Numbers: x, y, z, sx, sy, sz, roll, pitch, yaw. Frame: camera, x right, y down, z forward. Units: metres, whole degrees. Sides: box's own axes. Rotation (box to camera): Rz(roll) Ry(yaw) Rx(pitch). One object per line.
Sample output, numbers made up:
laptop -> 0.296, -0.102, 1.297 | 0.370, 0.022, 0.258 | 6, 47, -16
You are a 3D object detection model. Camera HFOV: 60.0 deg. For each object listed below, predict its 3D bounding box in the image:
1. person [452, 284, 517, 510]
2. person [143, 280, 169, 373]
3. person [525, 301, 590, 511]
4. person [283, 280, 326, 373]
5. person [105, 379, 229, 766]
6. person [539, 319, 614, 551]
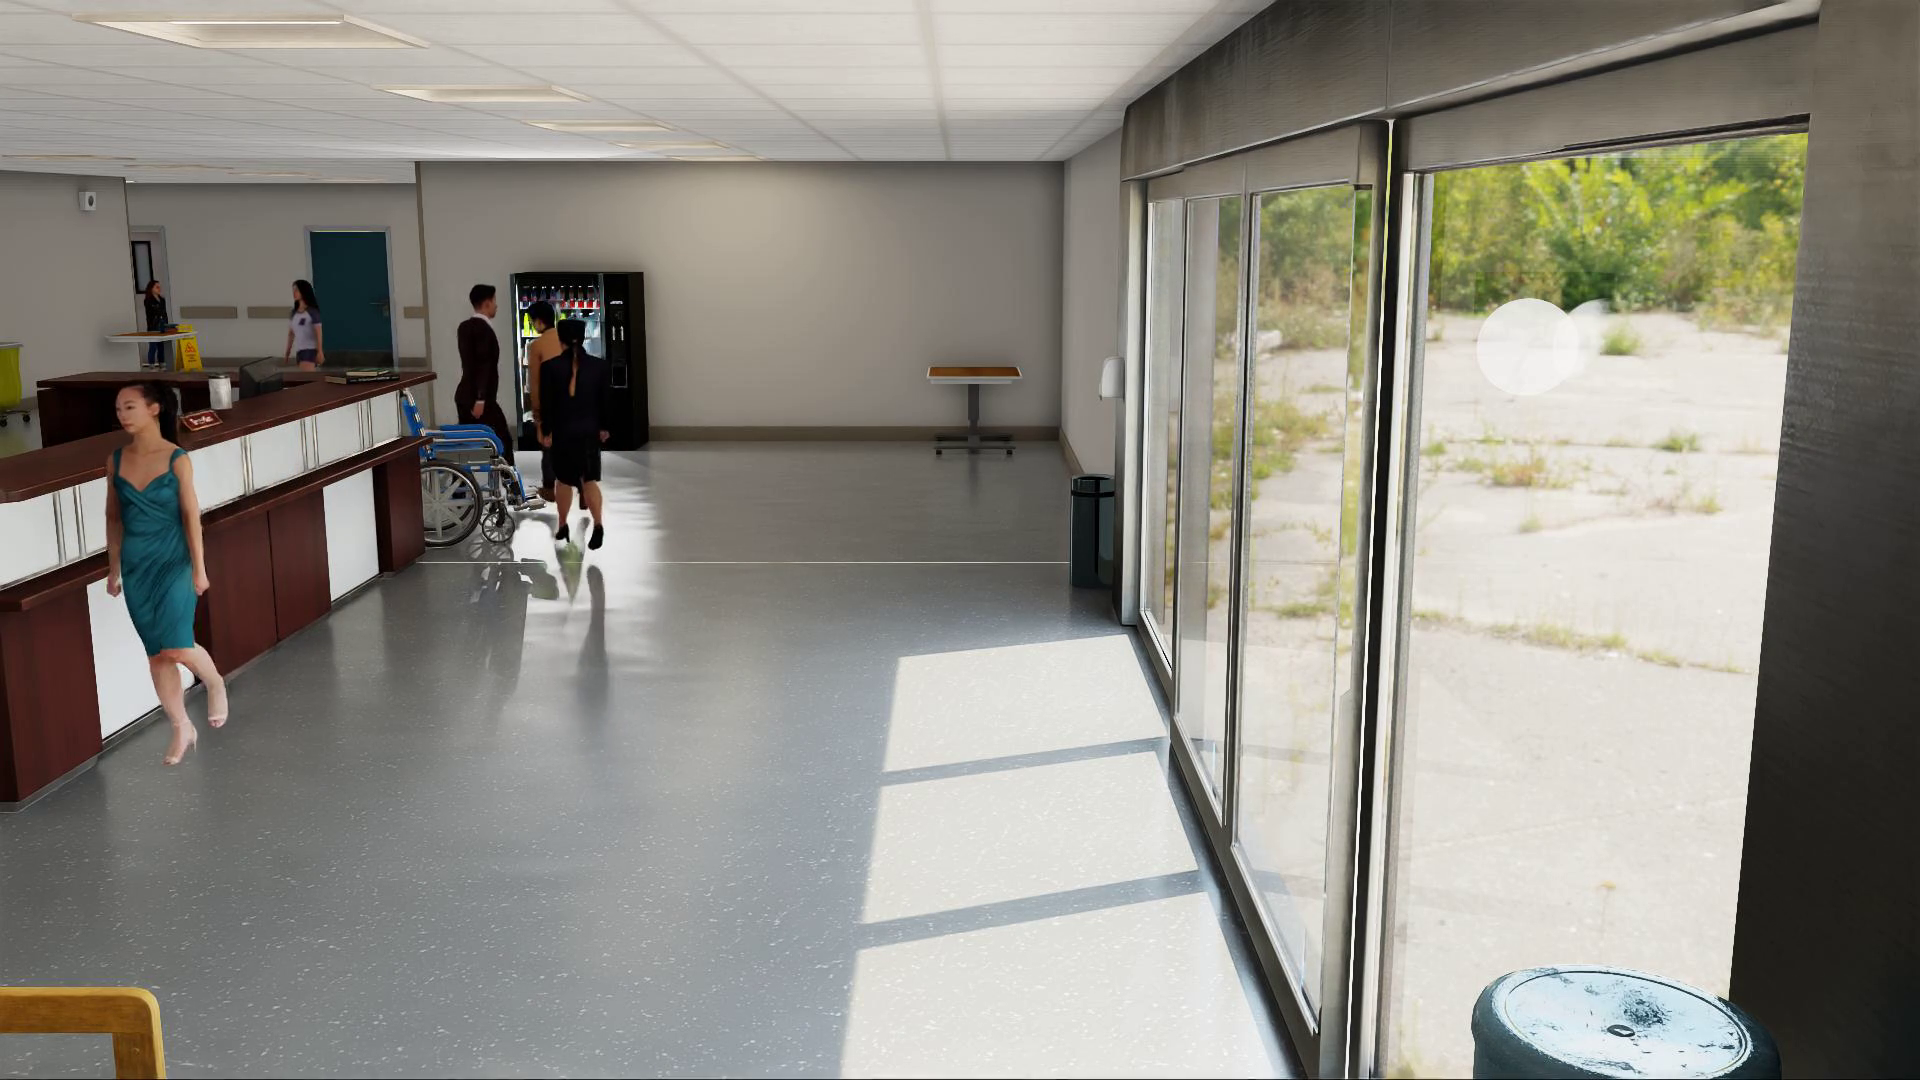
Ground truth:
person -> -3.999, -1.138, 13.557 | 1.118, 1.833, 1.049 | -10, 14, -42
person -> -12.552, -3.313, 25.963 | 0.574, 1.481, 0.604 | 3, 11, 16
person -> -3.194, -1.054, 13.403 | 1.145, 1.683, 1.149 | -6, 12, -28
person -> -7.533, -2.170, 19.379 | 0.768, 1.689, 0.830 | 7, 13, 34
person -> -3.440, 0.141, 7.238 | 0.651, 1.676, 0.651 | 1, 11, 4
person -> -2.703, -0.709, 11.831 | 1.139, 1.634, 1.077 | -6, 12, -27
